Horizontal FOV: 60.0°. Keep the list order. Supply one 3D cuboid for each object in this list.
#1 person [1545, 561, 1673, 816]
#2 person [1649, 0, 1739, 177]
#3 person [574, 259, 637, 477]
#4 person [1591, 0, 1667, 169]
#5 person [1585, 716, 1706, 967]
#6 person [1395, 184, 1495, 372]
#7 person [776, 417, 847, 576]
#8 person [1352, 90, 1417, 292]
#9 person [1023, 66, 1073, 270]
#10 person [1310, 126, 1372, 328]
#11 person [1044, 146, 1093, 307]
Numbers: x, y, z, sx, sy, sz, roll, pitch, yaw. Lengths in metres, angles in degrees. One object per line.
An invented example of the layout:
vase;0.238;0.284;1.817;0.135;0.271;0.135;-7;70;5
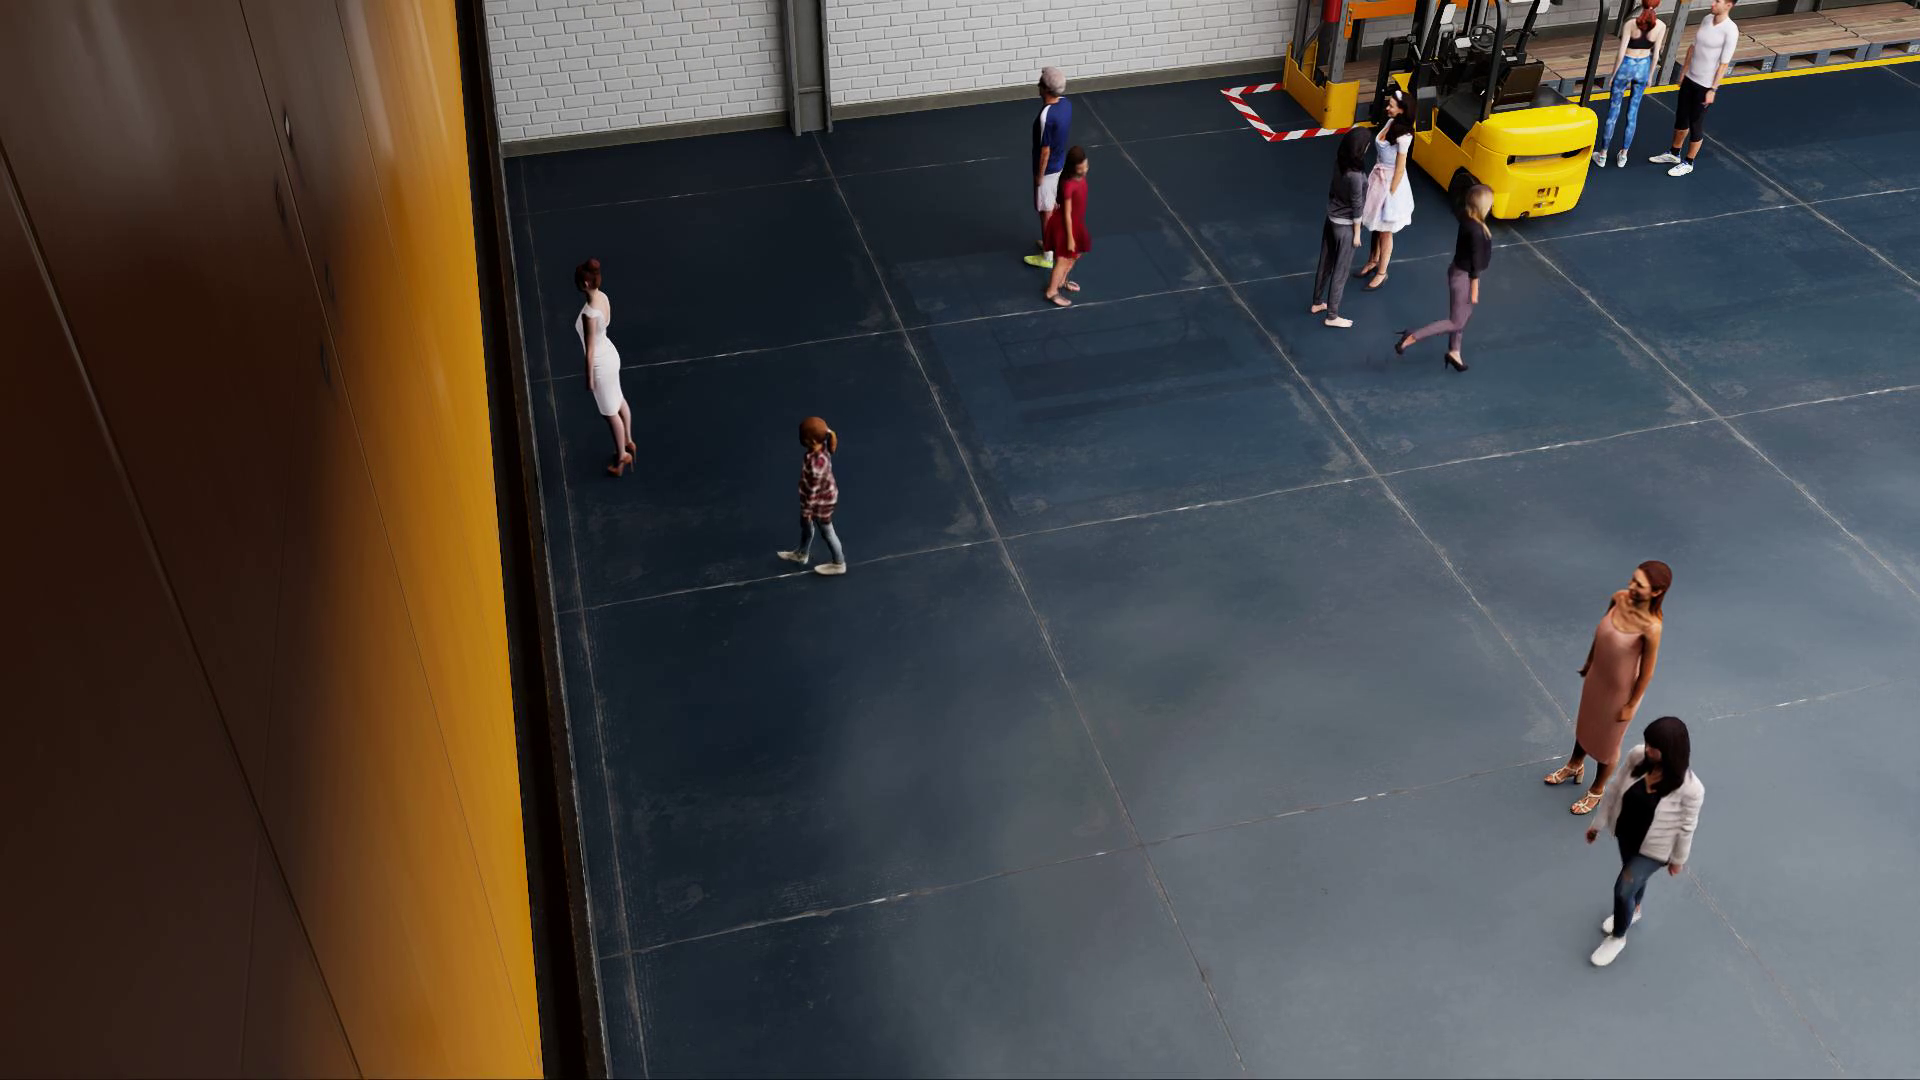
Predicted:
person;3.767;0.839;9.552;0.507;1.831;0.577;-10;40;-13
person;7.226;-4.484;16.201;0.543;1.852;0.670;-10;40;-12
person;-2.604;-1.259;12.209;0.581;1.794;0.608;2;39;2
person;6.575;-4.525;16.304;0.625;1.785;0.717;4;39;5
person;3.692;1.531;8.865;0.812;1.607;0.738;-21;43;-24
person;3.933;-2.053;13.320;0.962;1.648;0.790;4;39;5
person;-0.901;-0.286;11.392;0.782;1.292;0.651;0;39;0
person;3.689;-3.021;14.397;0.752;1.817;0.726;-5;39;-6
person;0.797;-3.308;14.739;0.761;1.839;0.722;16;41;19
person;3.203;-2.635;13.955;0.519;1.764;0.600;-12;40;-14
person;0.887;-2.703;14.235;0.799;1.523;0.750;6;39;8
